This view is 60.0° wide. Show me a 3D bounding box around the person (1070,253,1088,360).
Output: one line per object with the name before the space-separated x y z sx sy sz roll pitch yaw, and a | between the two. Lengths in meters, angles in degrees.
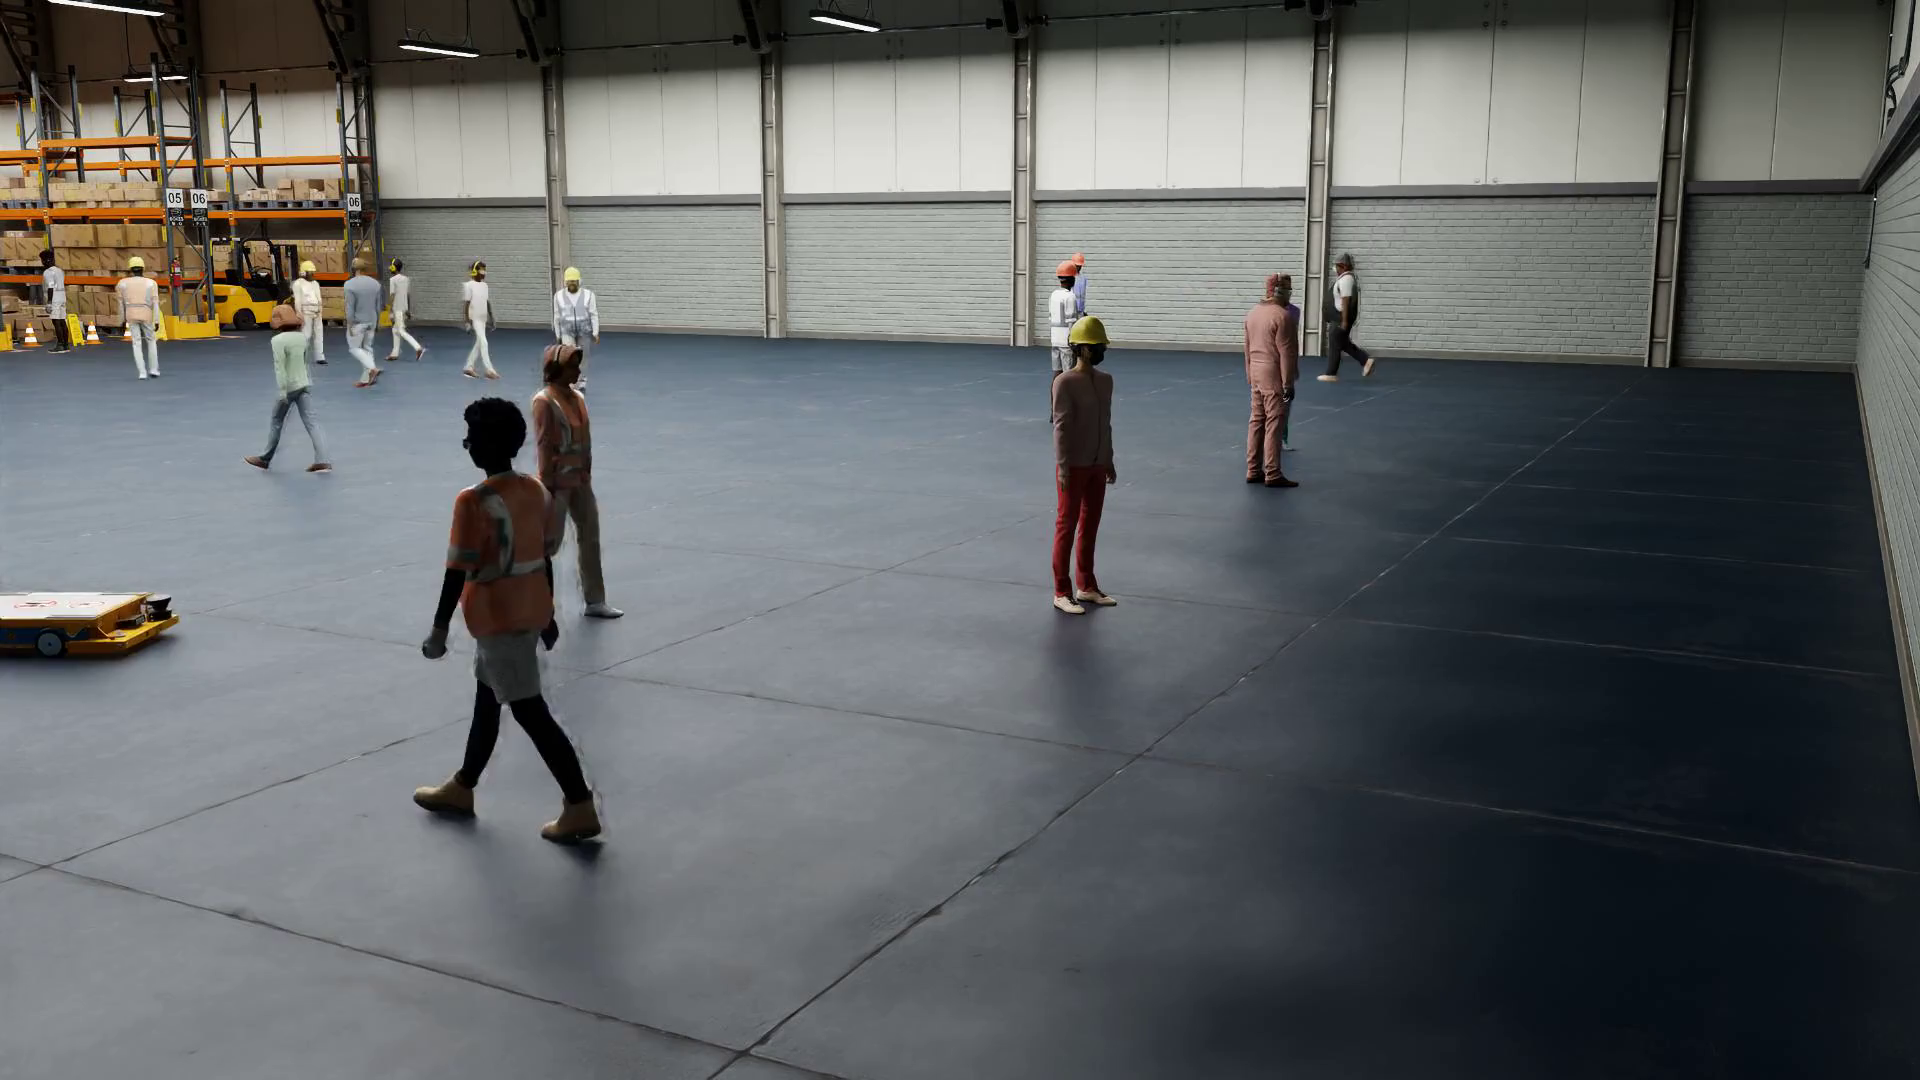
person | 2.019 -4.031 29.036 0.543 1.927 0.375 -8 13 -36

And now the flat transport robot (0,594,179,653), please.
flat transport robot | -5.155 0.449 9.123 1.431 0.197 0.652 0 10 -1

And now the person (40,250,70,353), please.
person | -17.311 -4.554 31.793 0.379 1.962 0.605 -1 10 -5

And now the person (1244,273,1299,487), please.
person | 2.816 -1.428 14.905 0.403 1.904 0.652 -4 11 -22

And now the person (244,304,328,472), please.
person | -6.381 -1.426 15.741 0.863 1.581 0.520 3 11 15

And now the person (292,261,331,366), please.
person | -11.258 -3.906 28.669 0.710 1.809 0.602 4 11 21

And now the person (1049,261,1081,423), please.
person | 1.270 -2.342 19.794 0.357 1.938 0.552 -5 11 -24

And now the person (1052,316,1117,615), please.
person | 0.754 -0.449 9.947 0.314 1.768 0.527 9 14 41

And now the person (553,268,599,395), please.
person | -5.319 -2.870 23.074 0.606 1.781 0.910 -2 11 -13

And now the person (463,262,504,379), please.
person | -7.517 -3.424 26.068 0.833 1.843 0.538 4 11 19

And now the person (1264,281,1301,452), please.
person | 3.255 -1.808 17.234 0.585 1.819 0.441 -4 11 -23

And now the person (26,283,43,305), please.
person | -24.765 -6.877 44.582 0.392 1.921 0.585 5 12 27

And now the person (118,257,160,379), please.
person | -12.864 -3.485 26.137 0.589 1.893 0.839 -3 11 -18

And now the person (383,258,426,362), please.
person | -9.927 -4.089 29.596 0.841 1.847 0.521 3 11 14

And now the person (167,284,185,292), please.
person | -18.200 -5.747 38.610 0.425 1.856 0.520 6 12 31

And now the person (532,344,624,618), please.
person | -2.358 -0.340 9.726 0.693 1.615 0.522 4 11 19

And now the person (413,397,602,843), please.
person | -1.704 0.294 6.197 0.874 1.649 0.531 2 11 13

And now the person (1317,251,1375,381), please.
person | 5.973 -3.457 25.594 0.792 2.000 0.690 3 11 16

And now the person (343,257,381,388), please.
person | -8.682 -3.156 24.282 0.586 1.923 0.633 7 12 32
